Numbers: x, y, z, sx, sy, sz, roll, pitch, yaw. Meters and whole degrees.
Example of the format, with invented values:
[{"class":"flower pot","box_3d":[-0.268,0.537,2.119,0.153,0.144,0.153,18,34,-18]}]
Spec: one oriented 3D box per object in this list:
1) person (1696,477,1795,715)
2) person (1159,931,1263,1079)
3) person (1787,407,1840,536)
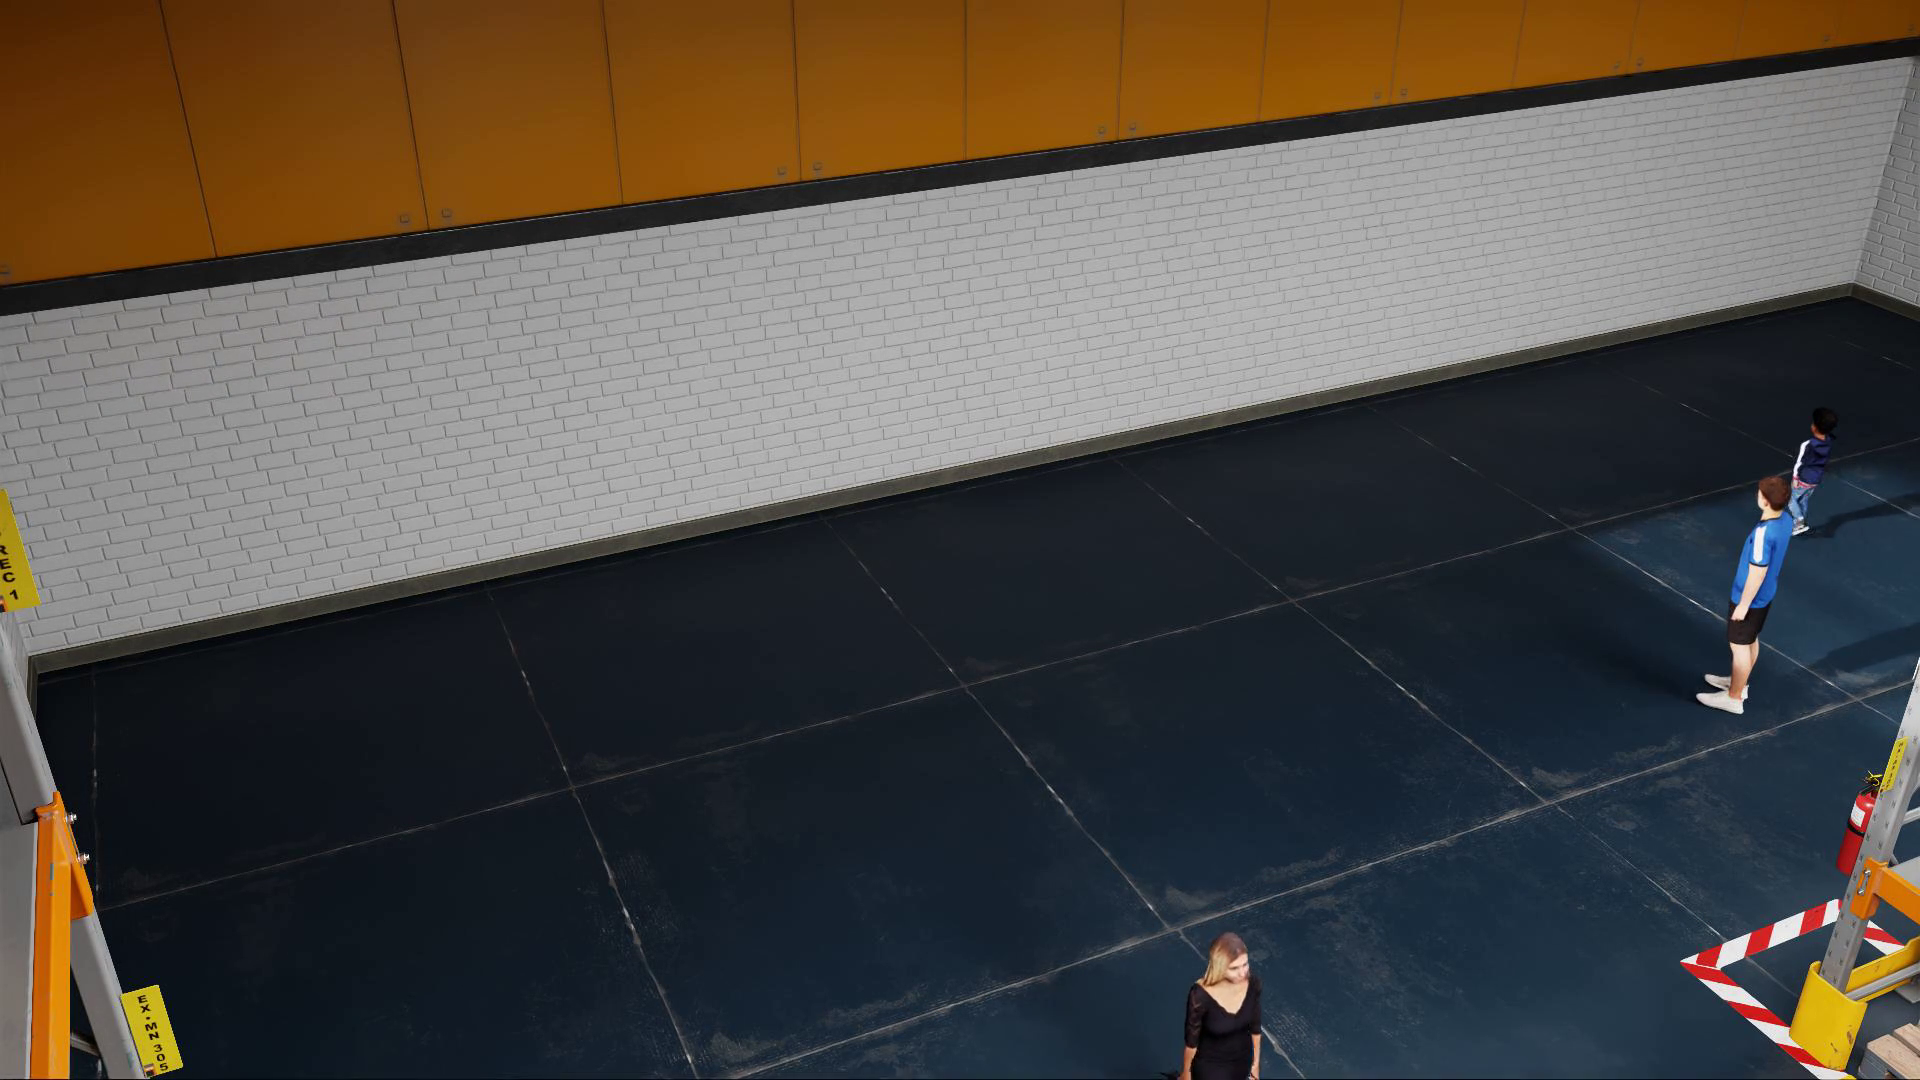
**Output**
[{"class":"person","box_3d":[5.744,0.384,12.018,0.748,1.867,0.742,20,34,32]},{"class":"person","box_3d":[1.252,2.556,8.265,0.558,1.647,1.014,-13,31,-23]},{"class":"person","box_3d":[7.399,-0.565,14.441,0.563,1.214,0.627,-8,30,-14]}]
